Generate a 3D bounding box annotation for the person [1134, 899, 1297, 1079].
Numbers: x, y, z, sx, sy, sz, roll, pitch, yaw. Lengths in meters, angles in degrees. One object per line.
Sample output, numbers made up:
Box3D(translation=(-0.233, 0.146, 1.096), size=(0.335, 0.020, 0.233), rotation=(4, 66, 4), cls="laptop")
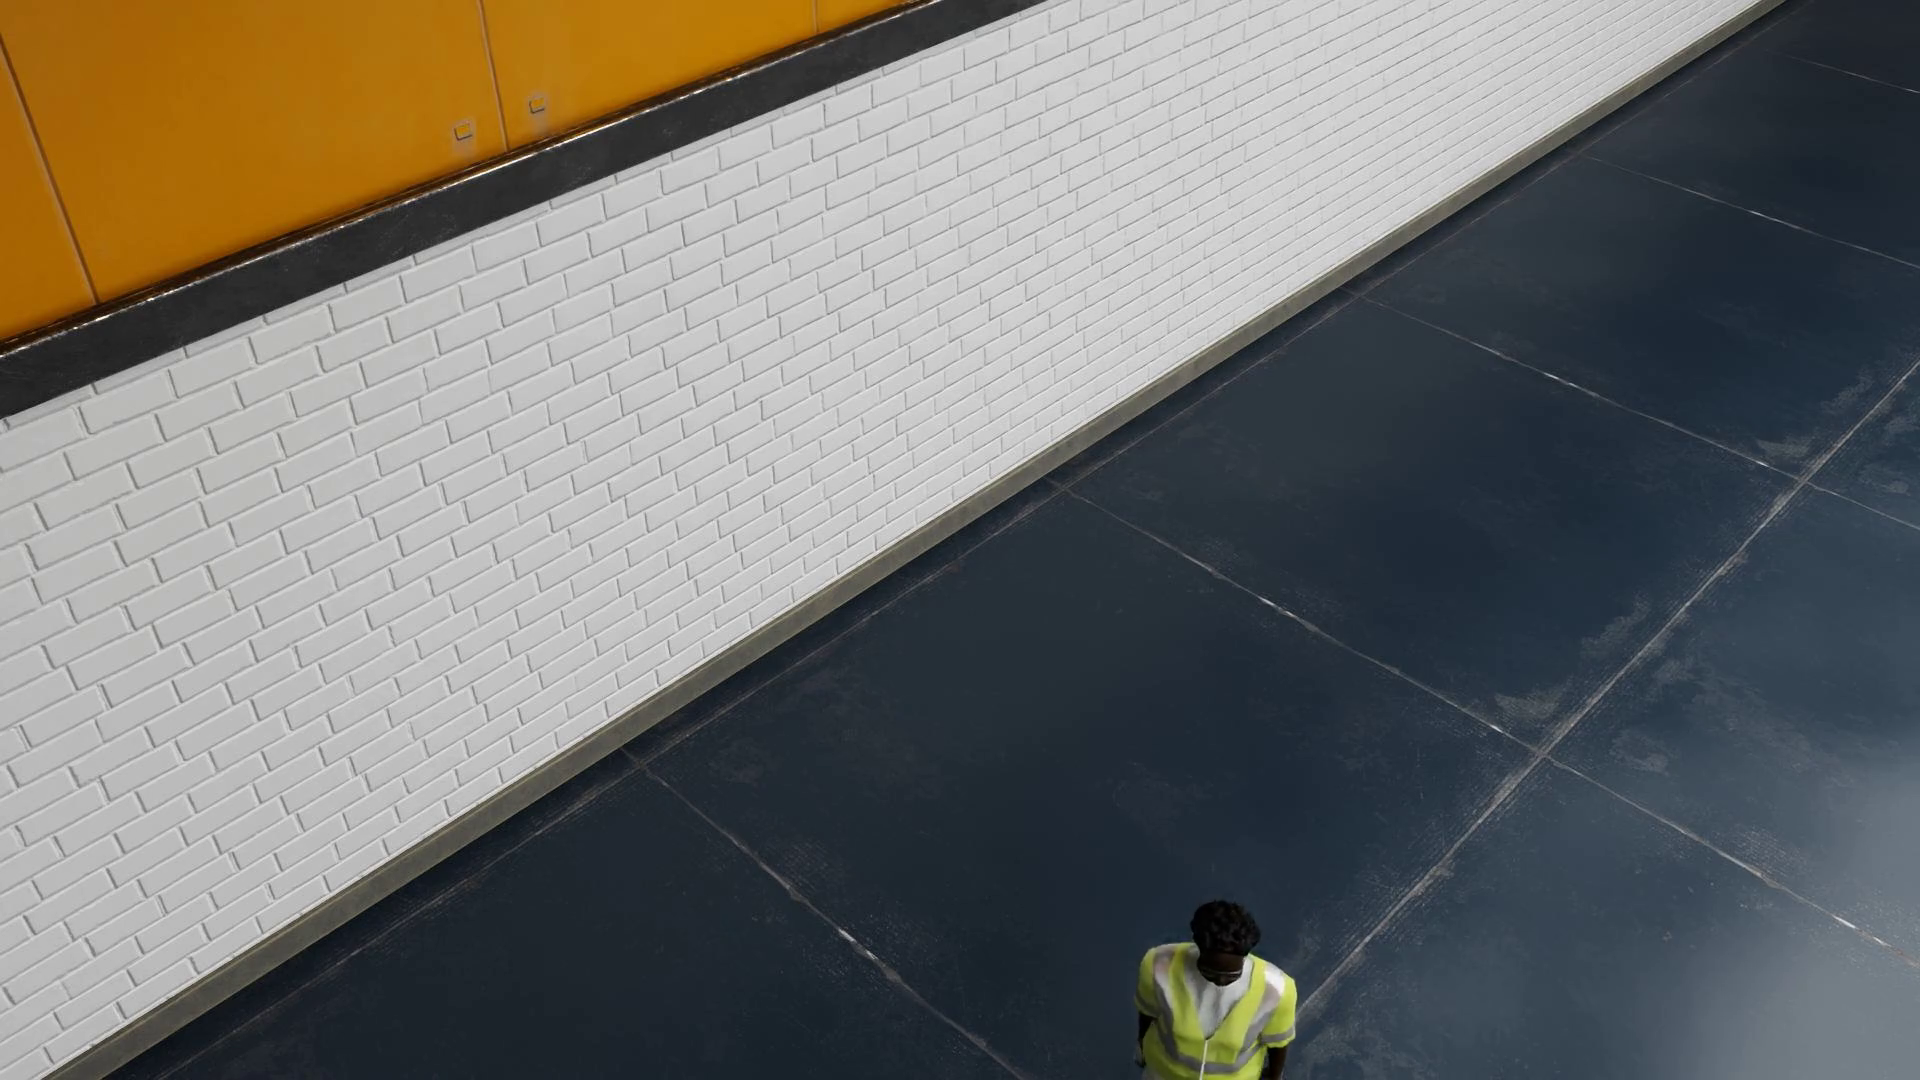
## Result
Box3D(translation=(0.846, 1.714, 5.656), size=(0.537, 1.672, 0.699), rotation=(8, 39, 10), cls="person")
